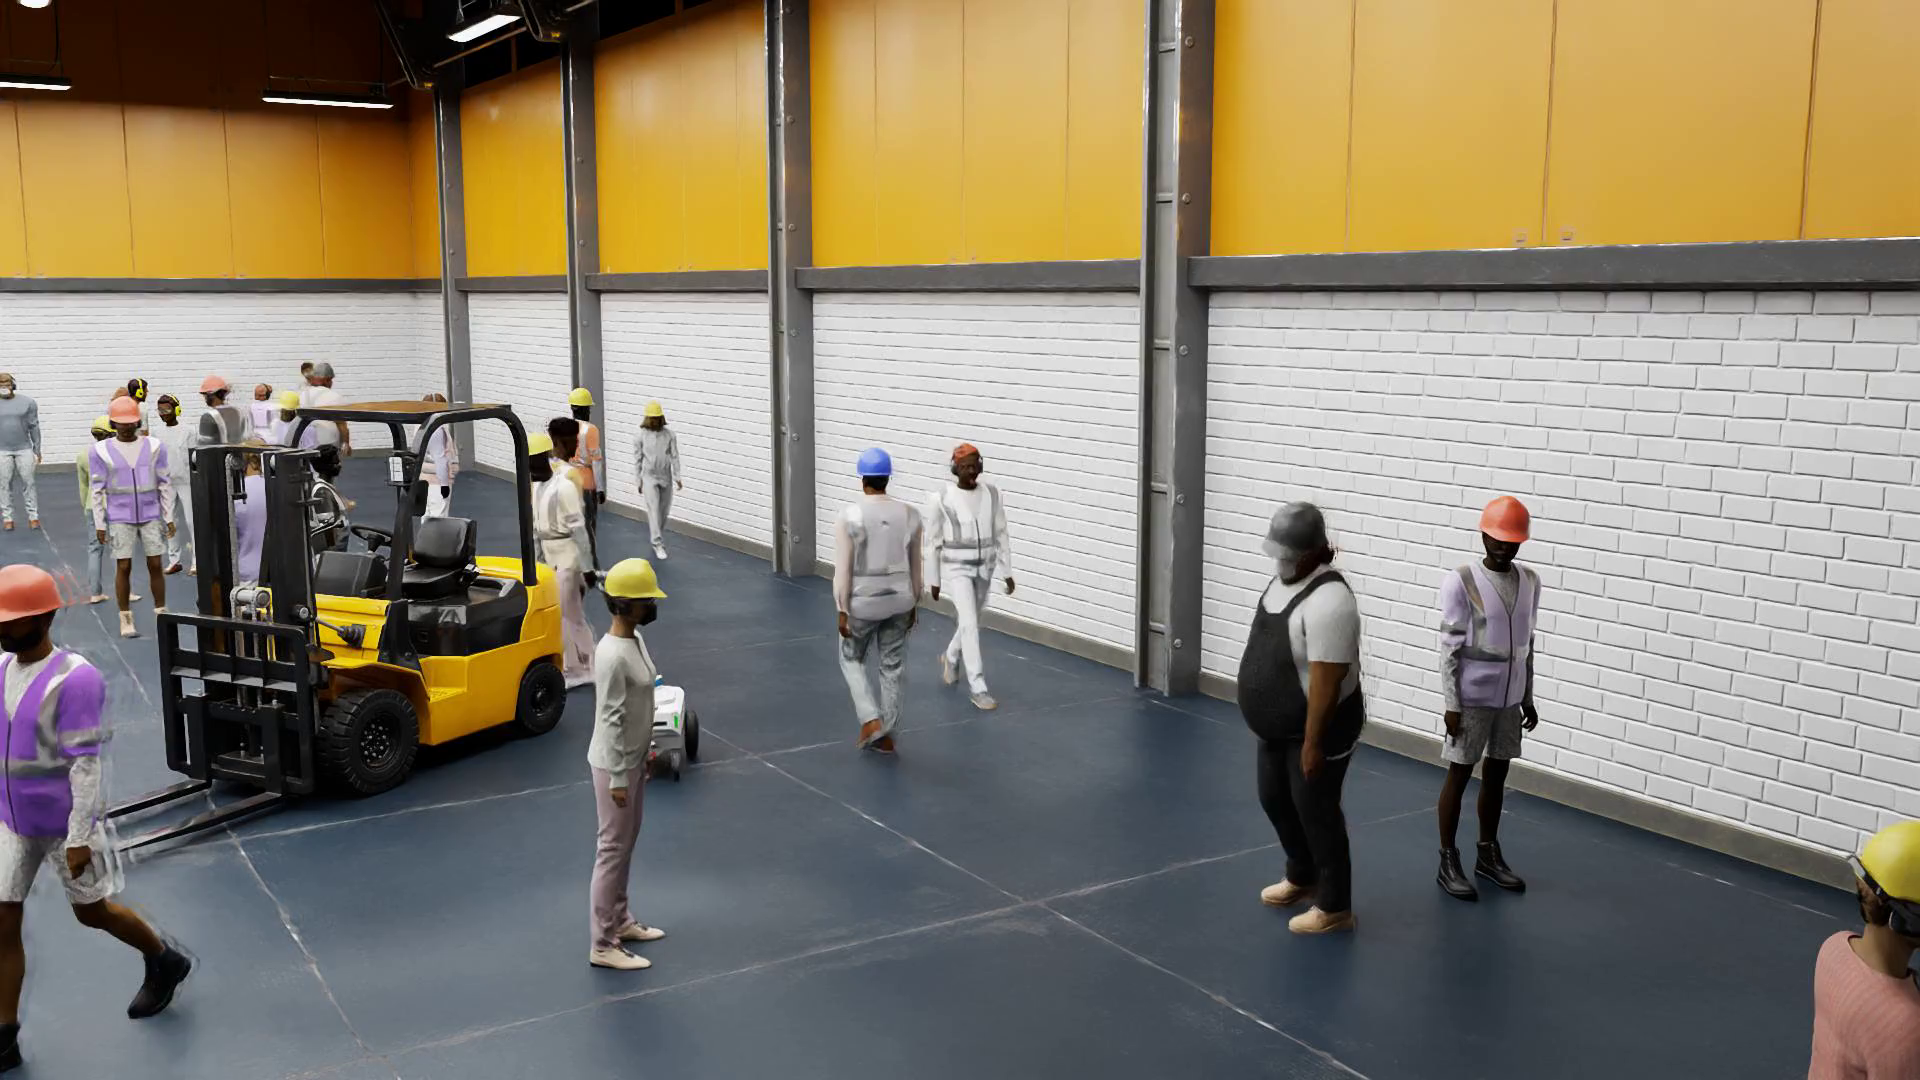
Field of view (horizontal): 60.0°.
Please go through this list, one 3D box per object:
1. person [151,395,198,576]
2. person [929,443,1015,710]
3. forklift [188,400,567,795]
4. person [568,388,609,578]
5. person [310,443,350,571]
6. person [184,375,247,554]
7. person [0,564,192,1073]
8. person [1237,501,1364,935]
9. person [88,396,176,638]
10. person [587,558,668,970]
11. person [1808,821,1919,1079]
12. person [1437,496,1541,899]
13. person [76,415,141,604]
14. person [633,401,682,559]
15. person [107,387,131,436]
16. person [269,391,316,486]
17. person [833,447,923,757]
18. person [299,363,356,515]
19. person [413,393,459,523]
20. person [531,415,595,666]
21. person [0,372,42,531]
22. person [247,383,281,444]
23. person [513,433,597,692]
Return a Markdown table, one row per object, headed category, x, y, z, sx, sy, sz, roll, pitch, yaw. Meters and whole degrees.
| category | x | y | z | sx | sy | sz | roll | pitch | yaw |
| --- | --- | --- | --- | --- | --- | --- | --- | --- | --- |
| person | -7.996 | -0.558 | 16.983 | 0.512 | 1.861 | 0.325 | 1 | 8 | 3 |
| person | 0.039 | 0.218 | 11.860 | 0.575 | 1.840 | 0.969 | -4 | 10 | -27 |
| forklift | -3.529 | 0.258 | 10.348 | 1.214 | 2.155 | 2.313 | 4 | 9 | 25 |
| person | -3.826 | -0.570 | 16.823 | 0.585 | 1.928 | 0.370 | 5 | 10 | 30 |
| person | -5.006 | 0.081 | 13.211 | 0.318 | 1.697 | 0.535 | -4 | 9 | -23 |
| person | -7.998 | -0.751 | 17.792 | 0.960 | 2.000 | 0.619 | 1 | 9 | 8 |
| person | -3.408 | 1.011 | 6.288 | 0.554 | 1.899 | 0.954 | 3 | 9 | 22 |
| person | 1.531 | 0.771 | 7.410 | 0.579 | 2.000 | 0.704 | -2 | 9 | -11 |
| person | -6.911 | -0.189 | 13.925 | 0.617 | 2.029 | 0.409 | -6 | 10 | -36 |
| person | -1.414 | 0.951 | 7.154 | 0.345 | 1.762 | 0.529 | 0 | 8 | 1 |
| person | 2.024 | 1.467 | 3.681 | 0.343 | 1.755 | 0.531 | 2 | 9 | 12 |
| person | 2.545 | 0.744 | 7.953 | 0.544 | 1.933 | 0.376 | -3 | 9 | -20 |
| person | -7.903 | -0.279 | 15.445 | 0.517 | 1.760 | 0.331 | 0 | 8 | 3 |
| person | -3.347 | -0.683 | 18.275 | 0.486 | 1.715 | 0.805 | -5 | 10 | -30 |
| person | -11.294 | -1.265 | 22.536 | 0.533 | 1.617 | 0.402 | 4 | 9 | 26 |
| person | -7.444 | -0.760 | 18.550 | 0.653 | 1.805 | 0.495 | 2 | 9 | 15 |
| person | -0.511 | 0.390 | 10.333 | 0.618 | 1.928 | 0.435 | -4 | 9 | -25 |
| person | -8.265 | -1.336 | 21.611 | 0.698 | 2.000 | 1.031 | 4 | 9 | 26 |
| person | -5.462 | -0.612 | 17.397 | 0.429 | 1.845 | 0.621 | -6 | 10 | -34 |
| person | -3.031 | 0.018 | 12.765 | 0.405 | 1.950 | 0.634 | -7 | 11 | -41 |
| person | -11.525 | -1.073 | 20.223 | 0.639 | 1.928 | 0.374 | -5 | 10 | -31 |
| person | -9.566 | -1.333 | 22.933 | 0.511 | 1.641 | 0.308 | 2 | 9 | 11 |
| person | -2.889 | 0.163 | 12.059 | 0.615 | 1.870 | 0.622 | -5 | 10 | -32 |
